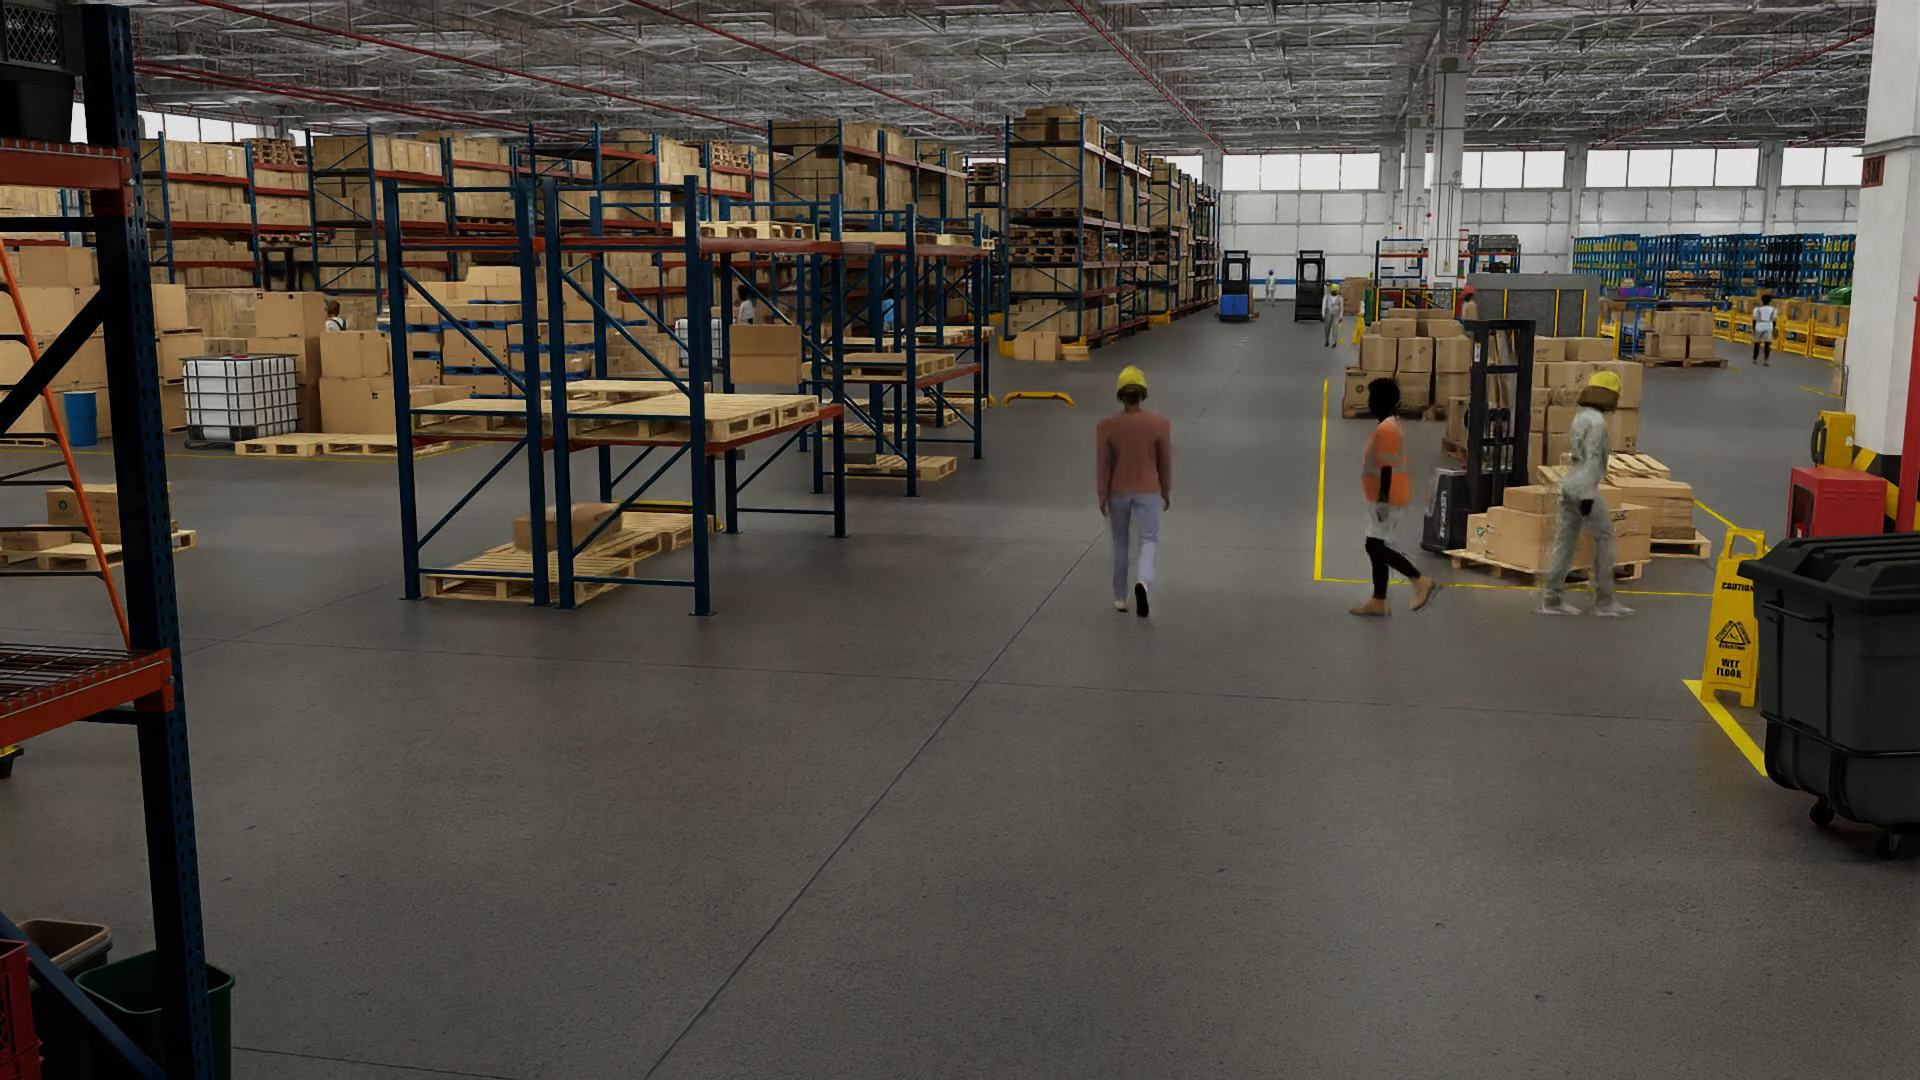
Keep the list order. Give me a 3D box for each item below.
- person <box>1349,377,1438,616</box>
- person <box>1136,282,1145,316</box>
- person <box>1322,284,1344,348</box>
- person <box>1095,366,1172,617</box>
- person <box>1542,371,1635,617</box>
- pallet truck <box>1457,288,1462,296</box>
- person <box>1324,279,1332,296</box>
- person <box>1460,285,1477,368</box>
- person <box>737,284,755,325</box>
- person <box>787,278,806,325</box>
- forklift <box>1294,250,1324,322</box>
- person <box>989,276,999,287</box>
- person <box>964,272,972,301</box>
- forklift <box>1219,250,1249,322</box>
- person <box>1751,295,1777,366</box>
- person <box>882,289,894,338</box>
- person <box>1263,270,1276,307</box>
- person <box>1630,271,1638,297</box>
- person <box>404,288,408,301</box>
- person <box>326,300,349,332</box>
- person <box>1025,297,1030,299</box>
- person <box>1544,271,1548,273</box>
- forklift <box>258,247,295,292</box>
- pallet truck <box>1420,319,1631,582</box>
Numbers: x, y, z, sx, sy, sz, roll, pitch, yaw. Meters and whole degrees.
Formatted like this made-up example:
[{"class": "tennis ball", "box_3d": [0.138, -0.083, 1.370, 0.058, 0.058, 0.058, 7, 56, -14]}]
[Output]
[{"class": "person", "box_3d": [2.995, -0.279, 11.445, 0.487, 1.673, 0.539, 2, 10, 12]}, {"class": "person", "box_3d": [6.294, -8.306, 58.994, 0.915, 1.647, 0.532, 3, 10, 19]}, {"class": "person", "box_3d": [10.451, -6.295, 46.706, 0.600, 1.802, 0.886, 1, 10, 9]}, {"class": "person", "box_3d": [1.194, -0.326, 11.489, 0.534, 1.746, 0.657, 1, 10, 6]}, {"class": "person", "box_3d": [4.407, -0.311, 11.527, 0.717, 1.690, 0.556, 0, 10, 2]}, {"class": "pallet truck", "box_3d": [20.506, -9.785, 68.819, 0.653, 1.274, 1.630, 2, 10, 12]}, {"class": "person", "box_3d": [15.647, -10.288, 70.813, 0.502, 1.631, 0.285, -2, 10, -9]}, {"class": "person", "box_3d": [10.770, -4.450, 35.384, 0.404, 1.922, 0.578, 0, 10, -1]}, {"class": "person", "box_3d": [-4.687, -4.498, 35.629, 0.875, 1.927, 0.607, -1, 10, -7]}, {"class": "person", "box_3d": [-5.395, -7.674, 54.645, 0.653, 1.871, 0.930, 6, 11, 30]}, {"class": "forklift", "box_3d": [13.778, -10.002, 65.433, 1.129, 2.768, 1.873, 2, 10, 12]}, {"class": "person", "box_3d": [1.963, -14.066, 92.451, 0.646, 1.891, 0.503, 2, 10, 14]}, {"class": "person", "box_3d": [0.447, -11.476, 76.947, 0.552, 1.936, 0.359, 1, 10, 7]}, {"class": "forklift", "box_3d": [10.823, -10.003, 65.439, 1.129, 2.768, 1.873, 2, 10, 12]}, {"class": "person", "box_3d": [18.777, -4.895, 38.830, 0.543, 1.649, 0.888, 2, 10, 11]}, {"class": "person", "box_3d": [-1.819, -5.819, 44.162, 0.537, 1.696, 0.318, 3, 10, 16]}, {"class": "person", "box_3d": [16.208, -13.151, 86.959, 0.639, 1.900, 0.940, -3, 10, -18]}, {"class": "person", "box_3d": [32.956, -12.287, 81.644, 0.690, 1.968, 0.642, -1, 10, -7]}, {"class": "person", "box_3d": [-11.259, -4.086, 33.260, 0.694, 1.915, 0.562, 2, 10, 14]}, {"class": "person", "box_3d": [-9.692, -2.802, 25.858, 0.331, 1.844, 0.519, 3, 10, 18]}, {"class": "person", "box_3d": [2.516, -8.262, 57.917, 0.635, 1.935, 0.351, -9, 13, -43]}, {"class": "person", "box_3d": [28.182, -11.998, 80.133, 0.641, 1.908, 0.407, 7, 12, 35]}, {"class": "forklift", "box_3d": [-19.669, -7.062, 48.027, 1.129, 2.768, 1.873, 2, 10, 12]}, {"class": "pallet truck", "box_3d": [4.543, -0.757, 13.299, 0.823, 1.965, 1.885, -4, 10, -22]}]
